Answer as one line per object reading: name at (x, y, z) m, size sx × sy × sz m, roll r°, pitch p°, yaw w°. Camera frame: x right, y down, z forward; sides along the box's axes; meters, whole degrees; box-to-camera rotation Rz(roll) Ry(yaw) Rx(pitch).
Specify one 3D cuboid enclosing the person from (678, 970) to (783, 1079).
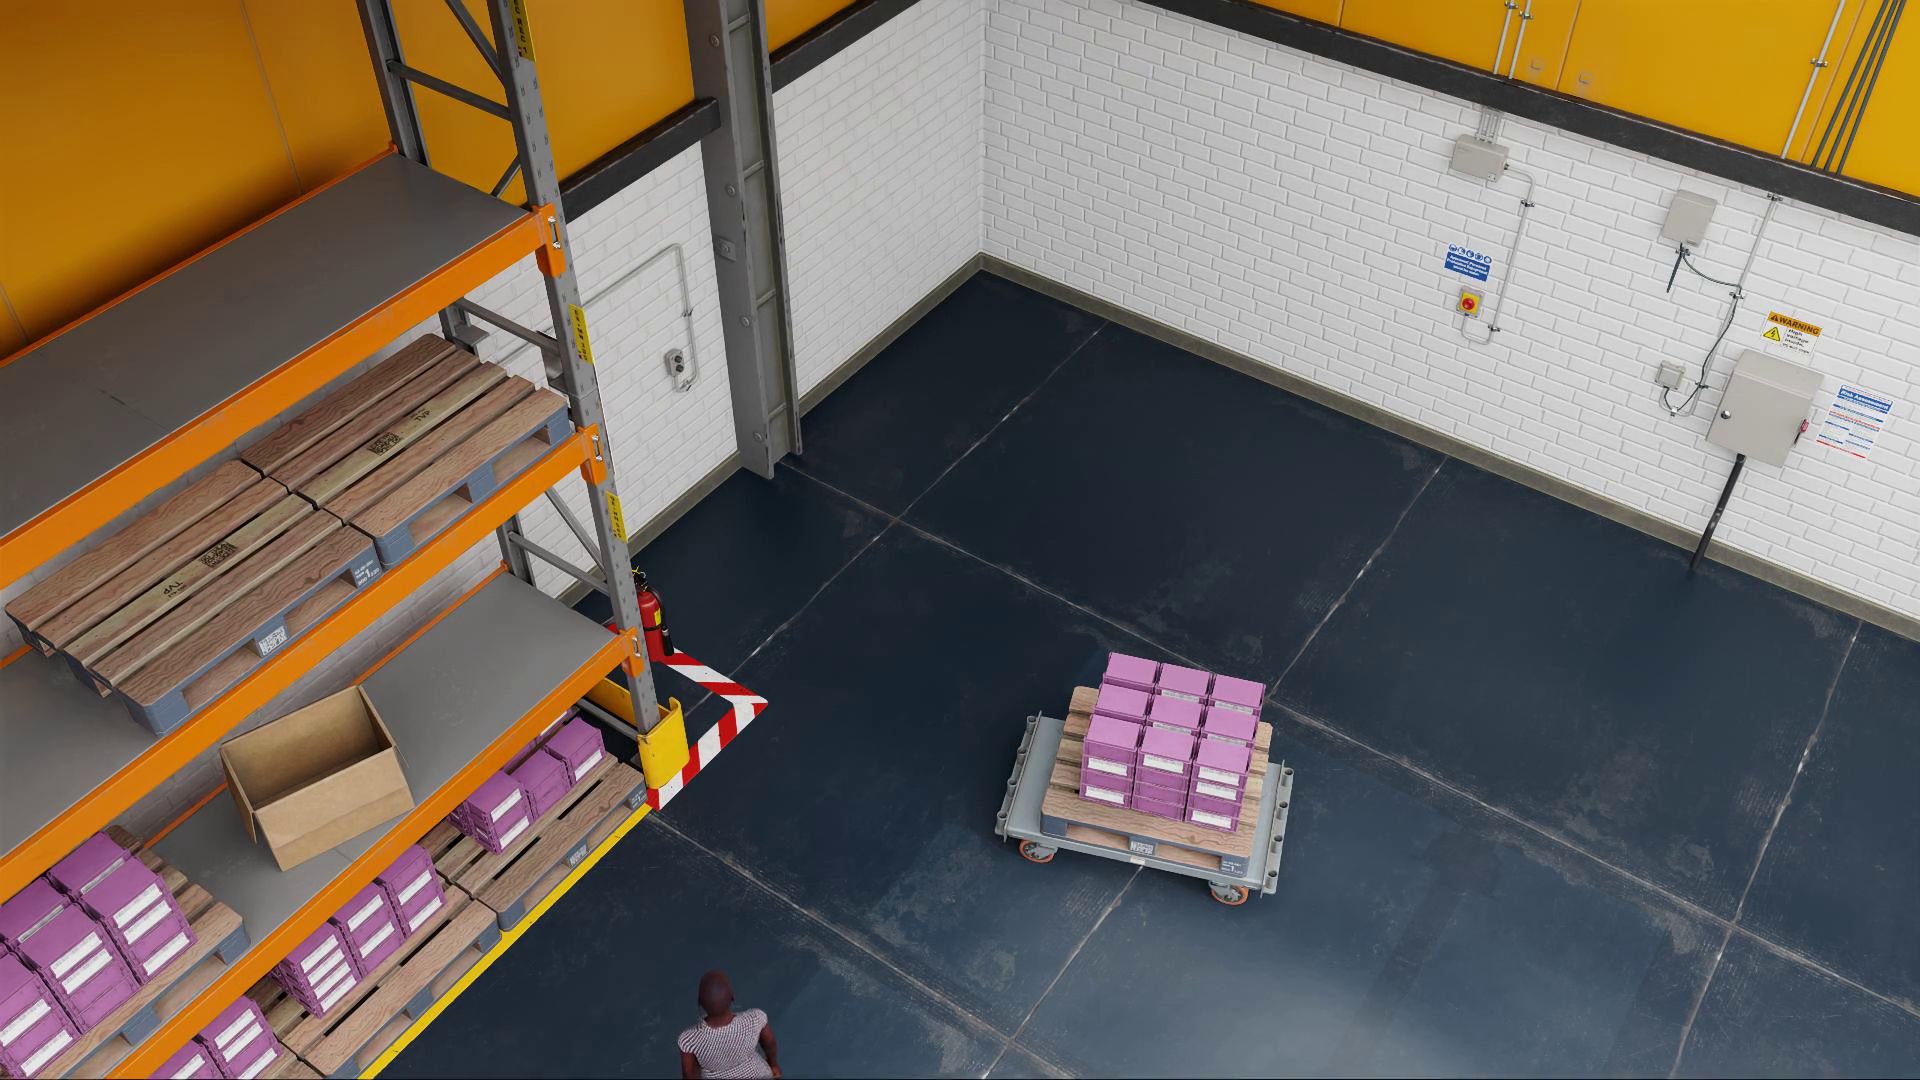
person at (-1.076, 2.594, 7.896) m, size 0.645 × 1.788 × 0.760 m, roll -16°, pitch 46°, yaw -16°
